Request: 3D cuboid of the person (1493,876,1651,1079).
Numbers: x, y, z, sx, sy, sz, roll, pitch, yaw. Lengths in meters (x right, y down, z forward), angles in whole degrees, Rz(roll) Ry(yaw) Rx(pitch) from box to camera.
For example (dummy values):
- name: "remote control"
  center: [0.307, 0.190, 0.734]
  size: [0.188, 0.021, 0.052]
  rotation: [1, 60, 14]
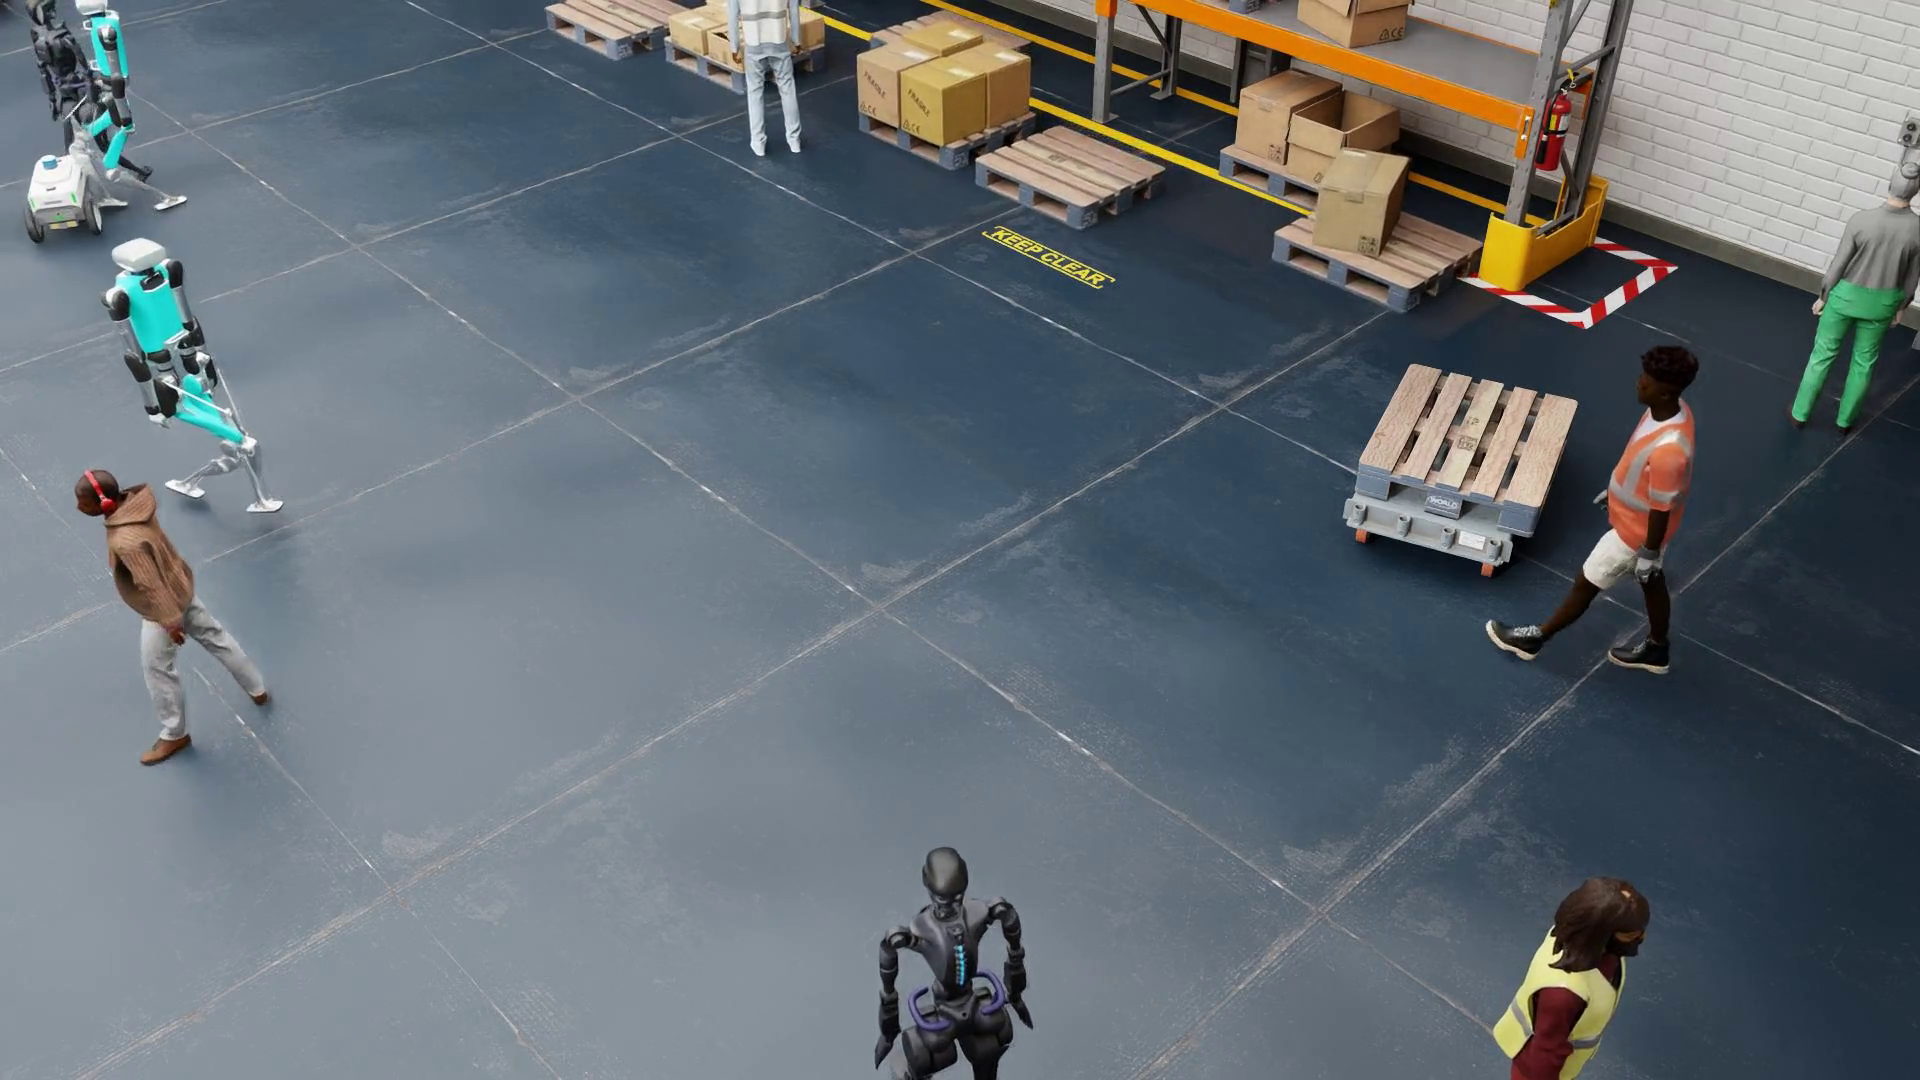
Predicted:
- name: "person"
  center: [2.095, 1.810, 5.897]
  size: [0.379, 1.765, 0.468]
  rotation: [25, 44, 29]

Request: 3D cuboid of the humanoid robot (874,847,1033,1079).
- name: "humanoid robot"
  center: [-0.028, 1.729, 6.116]
  size: [0.616, 1.617, 0.799]
  rotation: [-13, 39, -17]

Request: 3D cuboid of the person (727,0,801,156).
- name: "person"
  center: [-1.588, -4.072, 13.568]
  size: [0.596, 1.910, 0.385]
  rotation: [-8, 38, -11]

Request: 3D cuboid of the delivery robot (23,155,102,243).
- name: "delivery robot"
  center: [-6.935, -2.656, 12.822]
  size: [0.499, 0.606, 0.807]
  rotation: [-12, 39, -15]

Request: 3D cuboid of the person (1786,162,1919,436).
- name: "person"
  center: [5.536, -1.480, 10.190]
  size: [0.523, 1.839, 0.330]
  rotation: [12, 39, 15]

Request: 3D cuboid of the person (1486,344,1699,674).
- name: "person"
  center: [3.315, -0.136, 8.347]
  size: [0.984, 1.912, 0.632]
  rotation: [14, 39, 18]

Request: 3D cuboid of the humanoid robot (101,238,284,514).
- name: "humanoid robot"
  center: [-4.265, -0.844, 9.472]
  size: [1.043, 1.761, 0.548]
  rotation: [11, 39, 15]

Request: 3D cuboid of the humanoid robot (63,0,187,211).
- name: "humanoid robot"
  center: [-6.593, -3.263, 12.657]
  size: [0.884, 1.786, 0.573]
  rotation: [-17, 40, -21]

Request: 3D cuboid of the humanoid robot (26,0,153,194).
- name: "humanoid robot"
  center: [-6.849, -3.437, 12.960]
  size: [0.609, 1.663, 0.682]
  rotation: [16, 40, 21]

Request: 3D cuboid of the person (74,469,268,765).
- name: "person"
  center: [-3.841, 0.278, 8.054]
  size: [0.603, 1.610, 0.543]
  rotation: [-10, 38, -13]
